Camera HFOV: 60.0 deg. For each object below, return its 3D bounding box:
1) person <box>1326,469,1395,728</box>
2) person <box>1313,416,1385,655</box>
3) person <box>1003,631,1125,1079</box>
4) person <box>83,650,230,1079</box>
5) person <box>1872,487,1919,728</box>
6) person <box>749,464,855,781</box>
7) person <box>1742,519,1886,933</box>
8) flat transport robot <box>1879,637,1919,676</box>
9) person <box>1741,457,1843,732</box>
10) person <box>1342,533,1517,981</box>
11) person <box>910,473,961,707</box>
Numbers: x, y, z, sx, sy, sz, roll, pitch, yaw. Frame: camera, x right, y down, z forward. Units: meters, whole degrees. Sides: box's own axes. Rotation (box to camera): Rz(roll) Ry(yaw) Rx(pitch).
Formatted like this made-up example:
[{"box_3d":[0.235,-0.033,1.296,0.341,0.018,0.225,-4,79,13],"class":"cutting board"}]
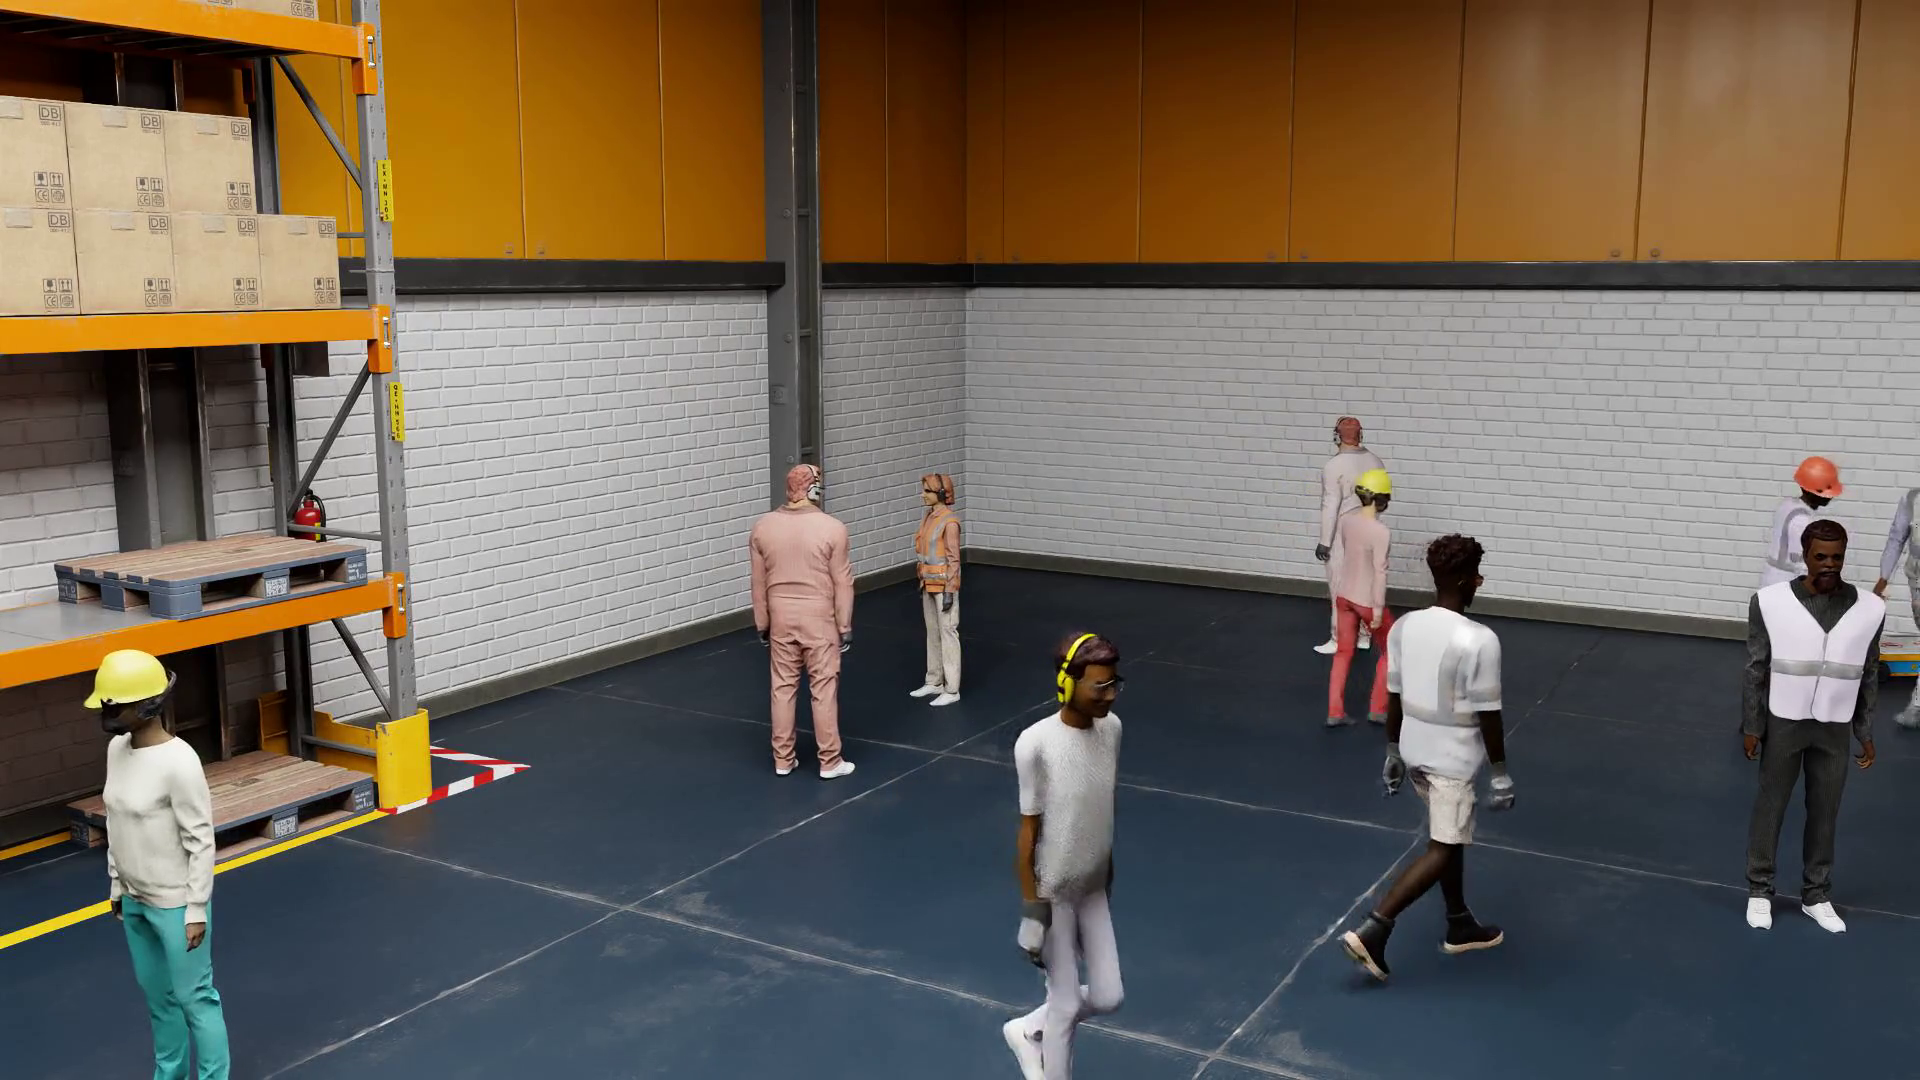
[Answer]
[{"box_3d":[2.727,0.401,11.050,0.622,1.747,0.535,-4,10,-26],"class":"person"},{"box_3d":[3.067,-0.031,13.245,0.644,1.903,0.400,-6,11,-35],"class":"person"},{"box_3d":[0.337,1.203,5.729,0.510,1.847,0.539,-7,12,-39],"class":"person"},{"box_3d":[-2.786,1.238,5.753,0.532,1.765,0.328,6,11,34],"class":"person"},{"box_3d":[6.493,0.295,11.179,0.898,1.900,0.626,-4,10,-25],"class":"person"},{"box_3d":[-0.925,0.494,9.983,0.640,1.901,0.401,3,10,19],"class":"person"},{"box_3d":[3.927,0.850,7.701,0.591,1.919,0.392,1,9,8],"class":"person"},{"box_3d":[7.097,0.884,12.612,1.431,0.197,0.652,-1,9,-4],"class":"flat transport robot"},{"box_3d":[5.343,0.385,10.708,0.449,1.886,0.621,3,10,18],"class":"person"},{"box_3d":[2.039,0.928,7.180,0.910,1.934,0.607,-4,10,-21],"class":"person"},{"box_3d":[-0.149,0.343,11.727,0.309,1.641,0.514,-4,10,-26],"class":"person"}]
